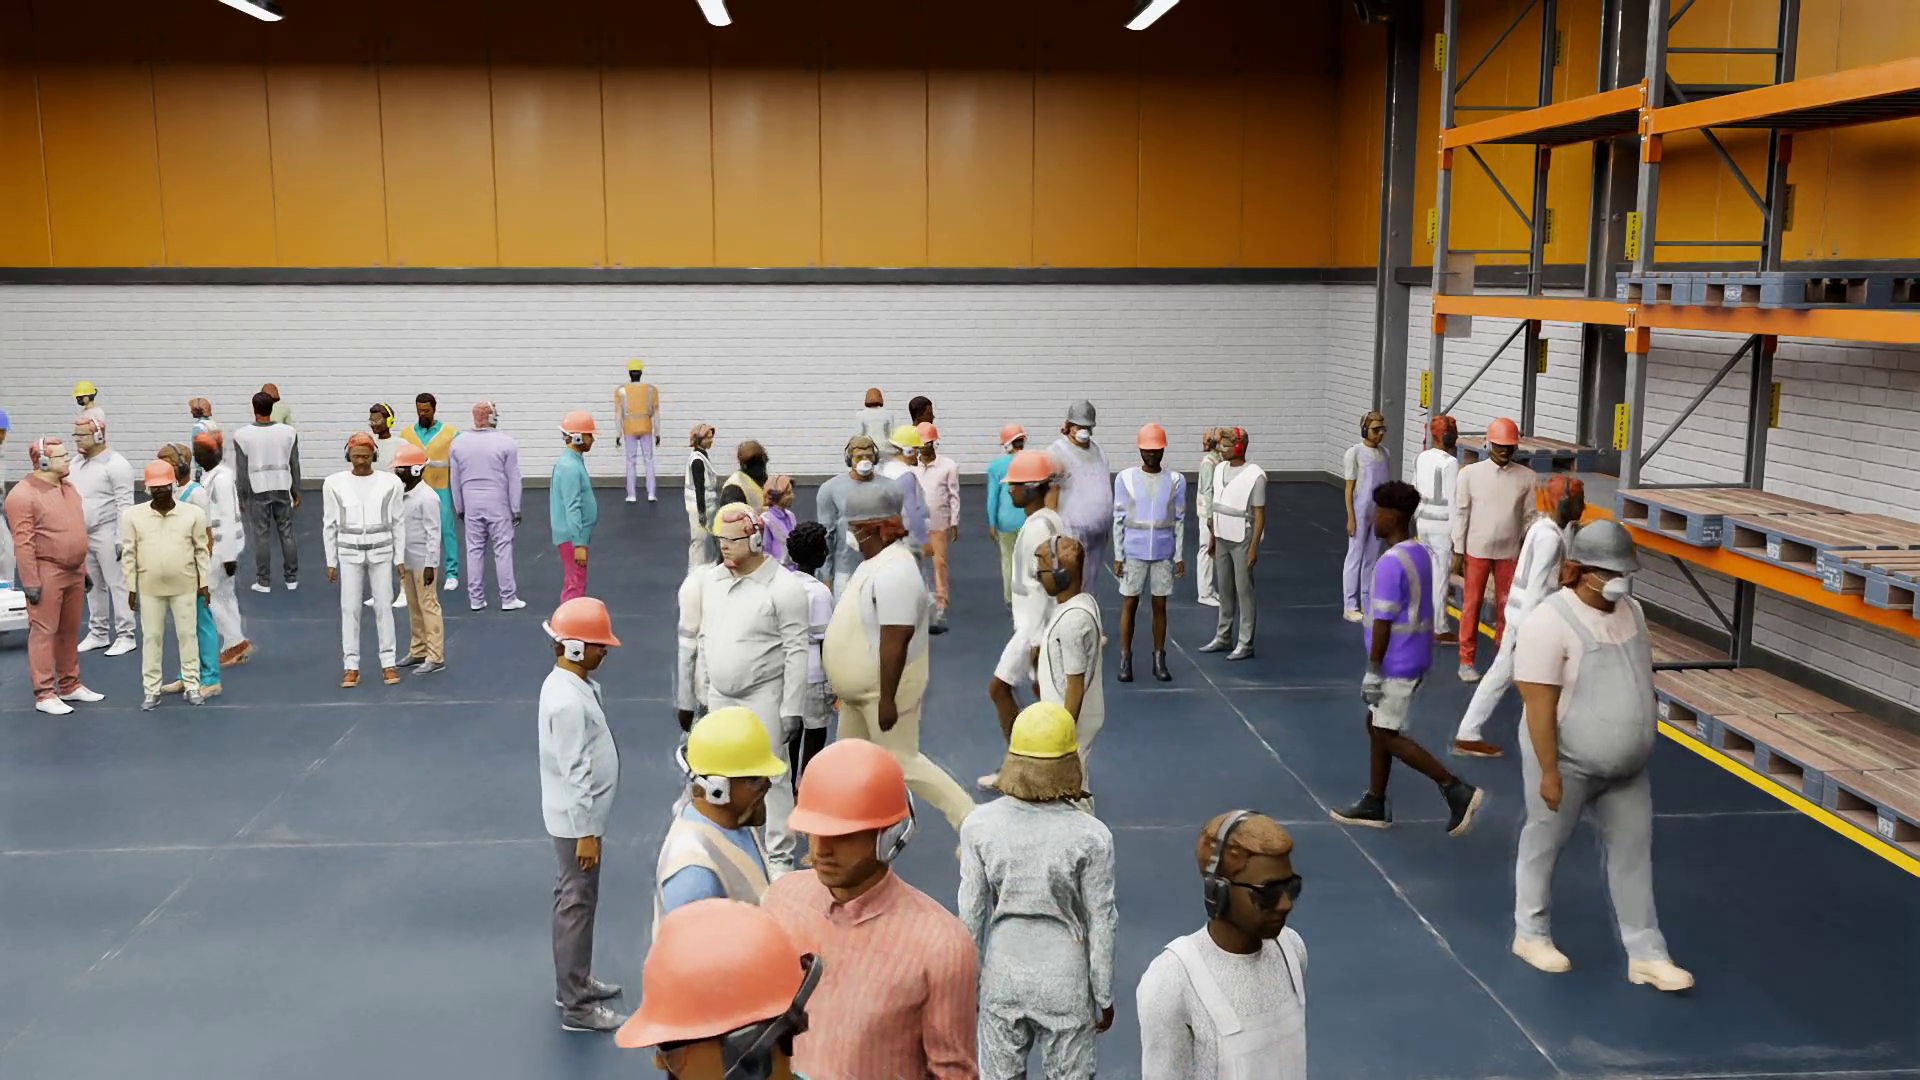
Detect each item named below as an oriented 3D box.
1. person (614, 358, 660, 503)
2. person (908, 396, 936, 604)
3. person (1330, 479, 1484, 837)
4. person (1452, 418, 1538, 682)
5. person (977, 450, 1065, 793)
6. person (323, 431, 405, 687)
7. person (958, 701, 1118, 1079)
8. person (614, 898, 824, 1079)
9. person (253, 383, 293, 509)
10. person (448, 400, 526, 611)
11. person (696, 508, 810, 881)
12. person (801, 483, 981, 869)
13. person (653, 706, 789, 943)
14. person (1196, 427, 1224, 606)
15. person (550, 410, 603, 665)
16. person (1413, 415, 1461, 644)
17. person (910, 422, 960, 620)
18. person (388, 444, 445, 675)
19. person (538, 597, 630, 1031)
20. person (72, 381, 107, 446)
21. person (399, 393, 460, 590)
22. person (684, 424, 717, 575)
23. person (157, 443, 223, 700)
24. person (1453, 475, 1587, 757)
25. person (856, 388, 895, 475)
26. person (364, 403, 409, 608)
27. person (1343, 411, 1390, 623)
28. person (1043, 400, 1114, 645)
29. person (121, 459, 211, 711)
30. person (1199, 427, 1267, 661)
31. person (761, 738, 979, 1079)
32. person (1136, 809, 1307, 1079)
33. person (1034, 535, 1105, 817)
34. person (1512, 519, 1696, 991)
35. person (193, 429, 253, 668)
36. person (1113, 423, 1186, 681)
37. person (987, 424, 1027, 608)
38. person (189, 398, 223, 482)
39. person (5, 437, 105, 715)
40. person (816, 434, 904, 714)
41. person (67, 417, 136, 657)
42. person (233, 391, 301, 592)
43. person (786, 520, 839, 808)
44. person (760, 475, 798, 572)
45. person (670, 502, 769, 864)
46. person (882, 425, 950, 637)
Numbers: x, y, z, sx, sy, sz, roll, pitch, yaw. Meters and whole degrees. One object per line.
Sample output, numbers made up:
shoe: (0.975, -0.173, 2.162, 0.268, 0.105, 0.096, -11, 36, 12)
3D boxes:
person: (-4.298, -1.457, 22.174, 0.594, 1.922, 0.387, -3, 9, -17)
person: (-0.390, -0.372, 15.378, 0.391, 1.920, 0.593, 0, 9, -3)
person: (2.420, 0.646, 8.907, 0.763, 1.942, 0.626, 5, 10, 27)
person: (3.971, 0.080, 12.351, 0.605, 1.986, 0.402, 1, 9, 6)
person: (0.346, 0.485, 9.671, 0.698, 2.017, 0.630, 2, 9, 12)
person: (-4.382, 0.139, 12.268, 0.575, 1.887, 0.355, -3, 10, -20)
person: (0.245, 1.352, 5.107, 0.492, 1.740, 0.325, 3, 10, 18)
person: (-0.279, 1.581, 2.797, 0.547, 2.019, 0.632, -3, 9, -16)
person: (-8.901, -1.217, 21.573, 0.268, 1.632, 0.507, 7, 12, 39)
person: (-4.244, -0.305, 14.990, 0.642, 1.909, 0.399, 1, 9, 7)
person: (-1.049, 0.786, 8.145, 0.651, 1.906, 0.403, 6, 11, 34)
person: (-0.317, 0.670, 8.449, 0.920, 2.000, 0.690, -2, 9, -13)
person: (-0.576, 1.361, 4.807, 0.618, 1.817, 0.608, -1, 9, -4)
person: (2.323, -0.220, 15.294, 0.309, 1.641, 0.514, 3, 9, 16)
person: (-2.966, -0.012, 12.917, 0.405, 1.987, 0.618, -2, 9, -11)
person: (3.939, -0.085, 13.690, 0.355, 1.883, 0.575, -3, 10, -19)
person: (-0.287, -0.165, 14.594, 0.574, 1.747, 0.335, 2, 9, 14)
person: (-4.149, 0.141, 12.666, 0.327, 1.752, 0.562, -8, 12, -42)
person: (-1.519, 1.092, 6.712, 0.331, 1.747, 0.559, -3, 9, -16)
person: (-10.422, -1.024, 19.971, 0.525, 1.760, 0.341, 6, 11, 34)
person: (-5.086, -0.469, 16.020, 0.592, 1.910, 0.384, 0, 9, 2)
person: (-2.431, -0.272, 15.631, 0.311, 1.636, 0.523, -1, 9, -7)
person: (-5.537, 0.220, 11.894, 0.514, 1.843, 0.333, 6, 11, 35)
person: (3.593, 0.503, 10.250, 1.053, 1.806, 0.591, 2, 9, 13)
person: (-1.056, -1.080, 20.713, 0.498, 1.633, 0.282, -2, 9, -13)
person: (-5.224, -0.314, 15.164, 0.534, 1.869, 0.315, 3, 10, 20)
person: (3.573, -0.204, 14.552, 0.508, 1.846, 0.345, -6, 11, -34)
person: (0.990, -0.124, 13.438, 0.689, 2.000, 0.537, -8, 12, -41)
person: (-5.536, 0.307, 11.623, 0.562, 1.753, 0.334, -4, 10, -23)
person: (2.187, 0.024, 13.138, 0.388, 1.840, 0.564, -5, 11, -31)
person: (-0.245, 1.425, 3.846, 0.612, 1.997, 0.376, 5, 11, 31)
person: (0.620, 1.509, 3.798, 0.508, 1.847, 0.345, -8, 12, -41)
person: (0.495, 0.887, 7.721, 0.344, 1.839, 0.504, 1, 9, 9)
person: (2.723, 0.901, 7.004, 0.693, 2.000, 0.858, -4, 10, -24)
person: (-5.710, 0.078, 12.753, 0.419, 1.863, 0.561, -4, 10, -22)
person: (1.409, 0.095, 12.380, 0.542, 1.939, 0.368, 0, 9, -1)
person: (0.521, -0.180, 14.819, 0.586, 1.704, 0.846, 0, 9, -1)
person: (-8.615, -0.811, 19.048, 0.318, 1.630, 0.510, -1, 9, -6)
person: (-6.275, 0.238, 11.573, 0.407, 1.912, 0.638, 1, 9, 6)
person: (-0.678, 0.231, 11.531, 0.629, 1.940, 0.373, -3, 10, -20)
person: (-6.875, -0.029, 13.260, 0.642, 1.908, 0.407, 4, 10, 23)
person: (-6.609, -0.457, 15.913, 0.593, 1.920, 0.391, -7, 11, -36)
person: (-0.828, 0.736, 9.116, 0.316, 1.696, 0.540, -6, 11, -34)
person: (-1.276, 0.356, 11.689, 0.307, 1.637, 0.525, 3, 9, 17)
person: (-1.236, 0.726, 8.609, 0.813, 1.897, 0.613, 7, 11, 36)
person: (-0.461, -0.046, 13.677, 0.768, 1.805, 0.595, -2, 9, -12)
